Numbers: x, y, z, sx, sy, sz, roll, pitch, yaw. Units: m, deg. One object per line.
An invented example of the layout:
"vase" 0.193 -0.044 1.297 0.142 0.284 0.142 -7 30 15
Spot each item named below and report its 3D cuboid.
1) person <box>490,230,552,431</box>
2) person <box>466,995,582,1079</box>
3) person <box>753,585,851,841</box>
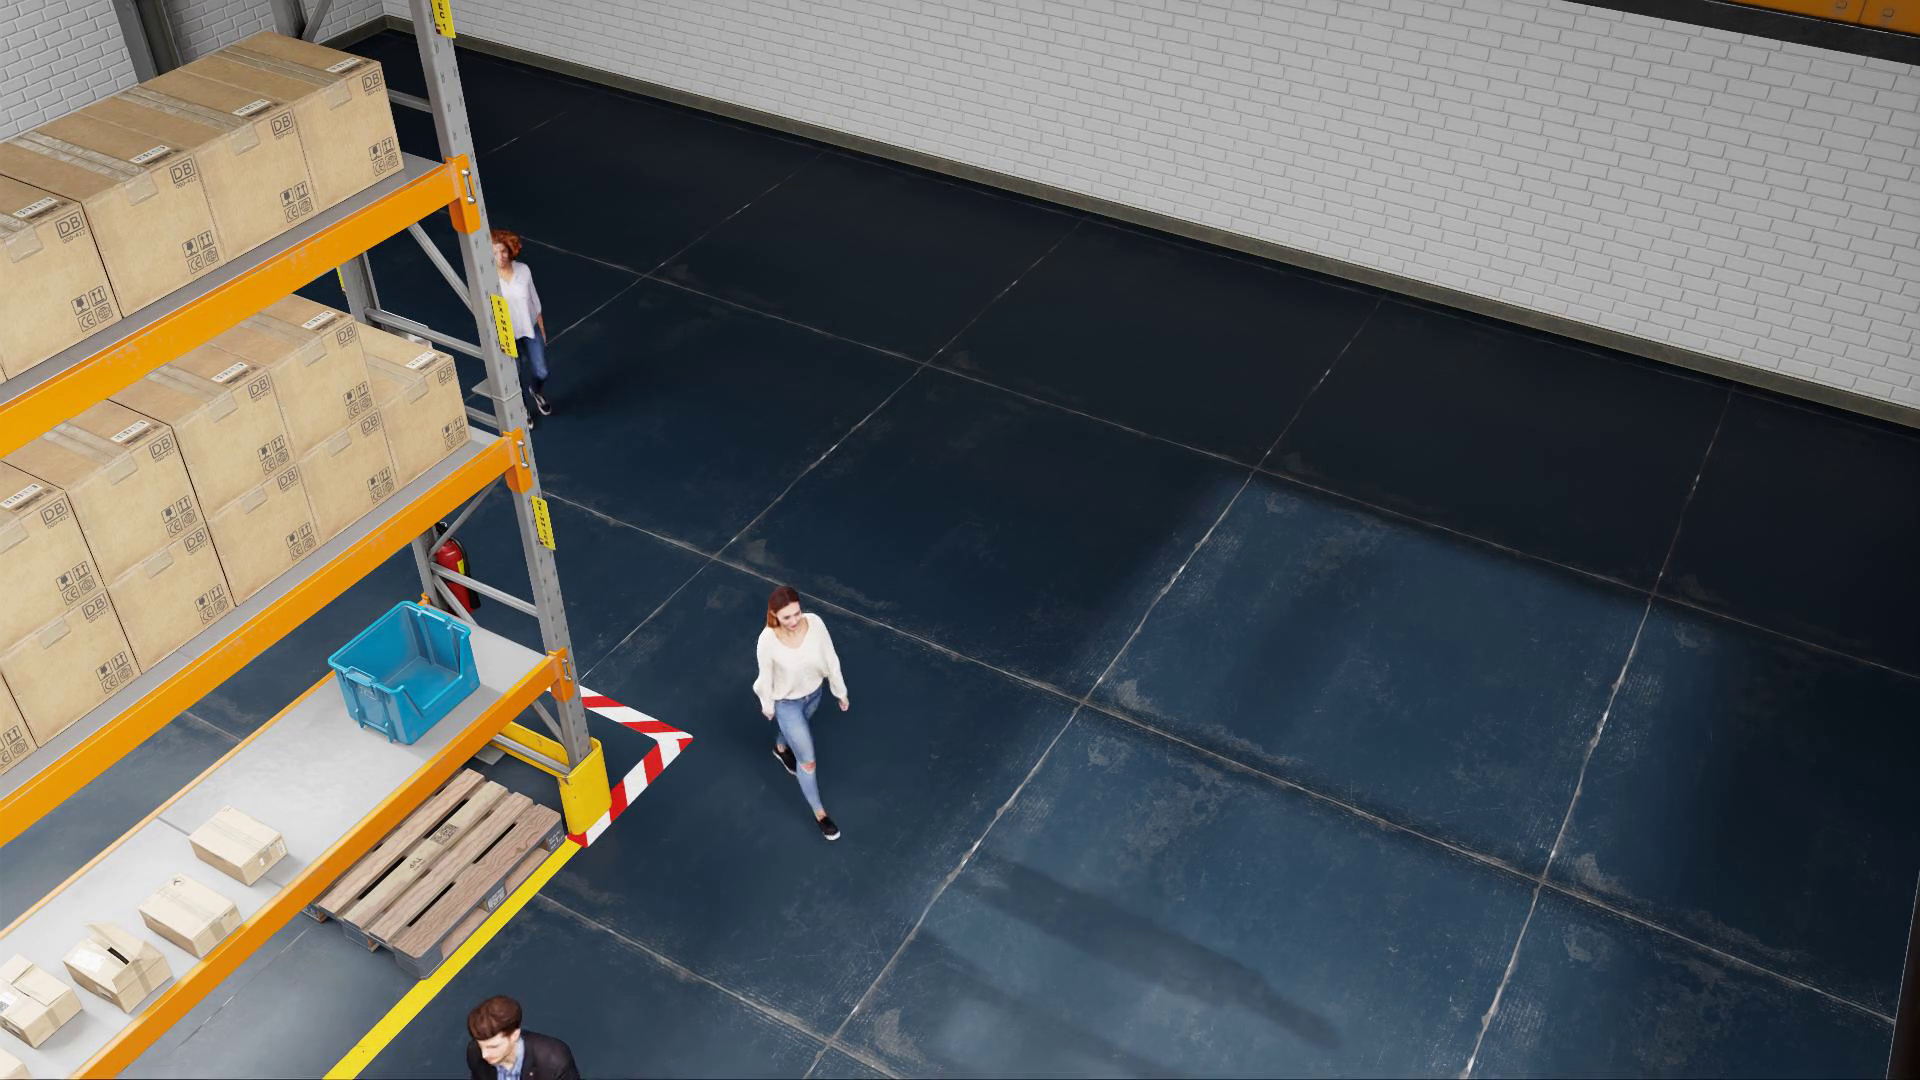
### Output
"person" -3.487 -1.674 12.963 0.754 1.702 0.840 -18 42 -21
"person" -1.847 2.591 7.484 0.819 1.874 0.893 9 40 11
"person" -0.992 0.890 9.794 1.136 1.649 0.996 -23 44 -26
